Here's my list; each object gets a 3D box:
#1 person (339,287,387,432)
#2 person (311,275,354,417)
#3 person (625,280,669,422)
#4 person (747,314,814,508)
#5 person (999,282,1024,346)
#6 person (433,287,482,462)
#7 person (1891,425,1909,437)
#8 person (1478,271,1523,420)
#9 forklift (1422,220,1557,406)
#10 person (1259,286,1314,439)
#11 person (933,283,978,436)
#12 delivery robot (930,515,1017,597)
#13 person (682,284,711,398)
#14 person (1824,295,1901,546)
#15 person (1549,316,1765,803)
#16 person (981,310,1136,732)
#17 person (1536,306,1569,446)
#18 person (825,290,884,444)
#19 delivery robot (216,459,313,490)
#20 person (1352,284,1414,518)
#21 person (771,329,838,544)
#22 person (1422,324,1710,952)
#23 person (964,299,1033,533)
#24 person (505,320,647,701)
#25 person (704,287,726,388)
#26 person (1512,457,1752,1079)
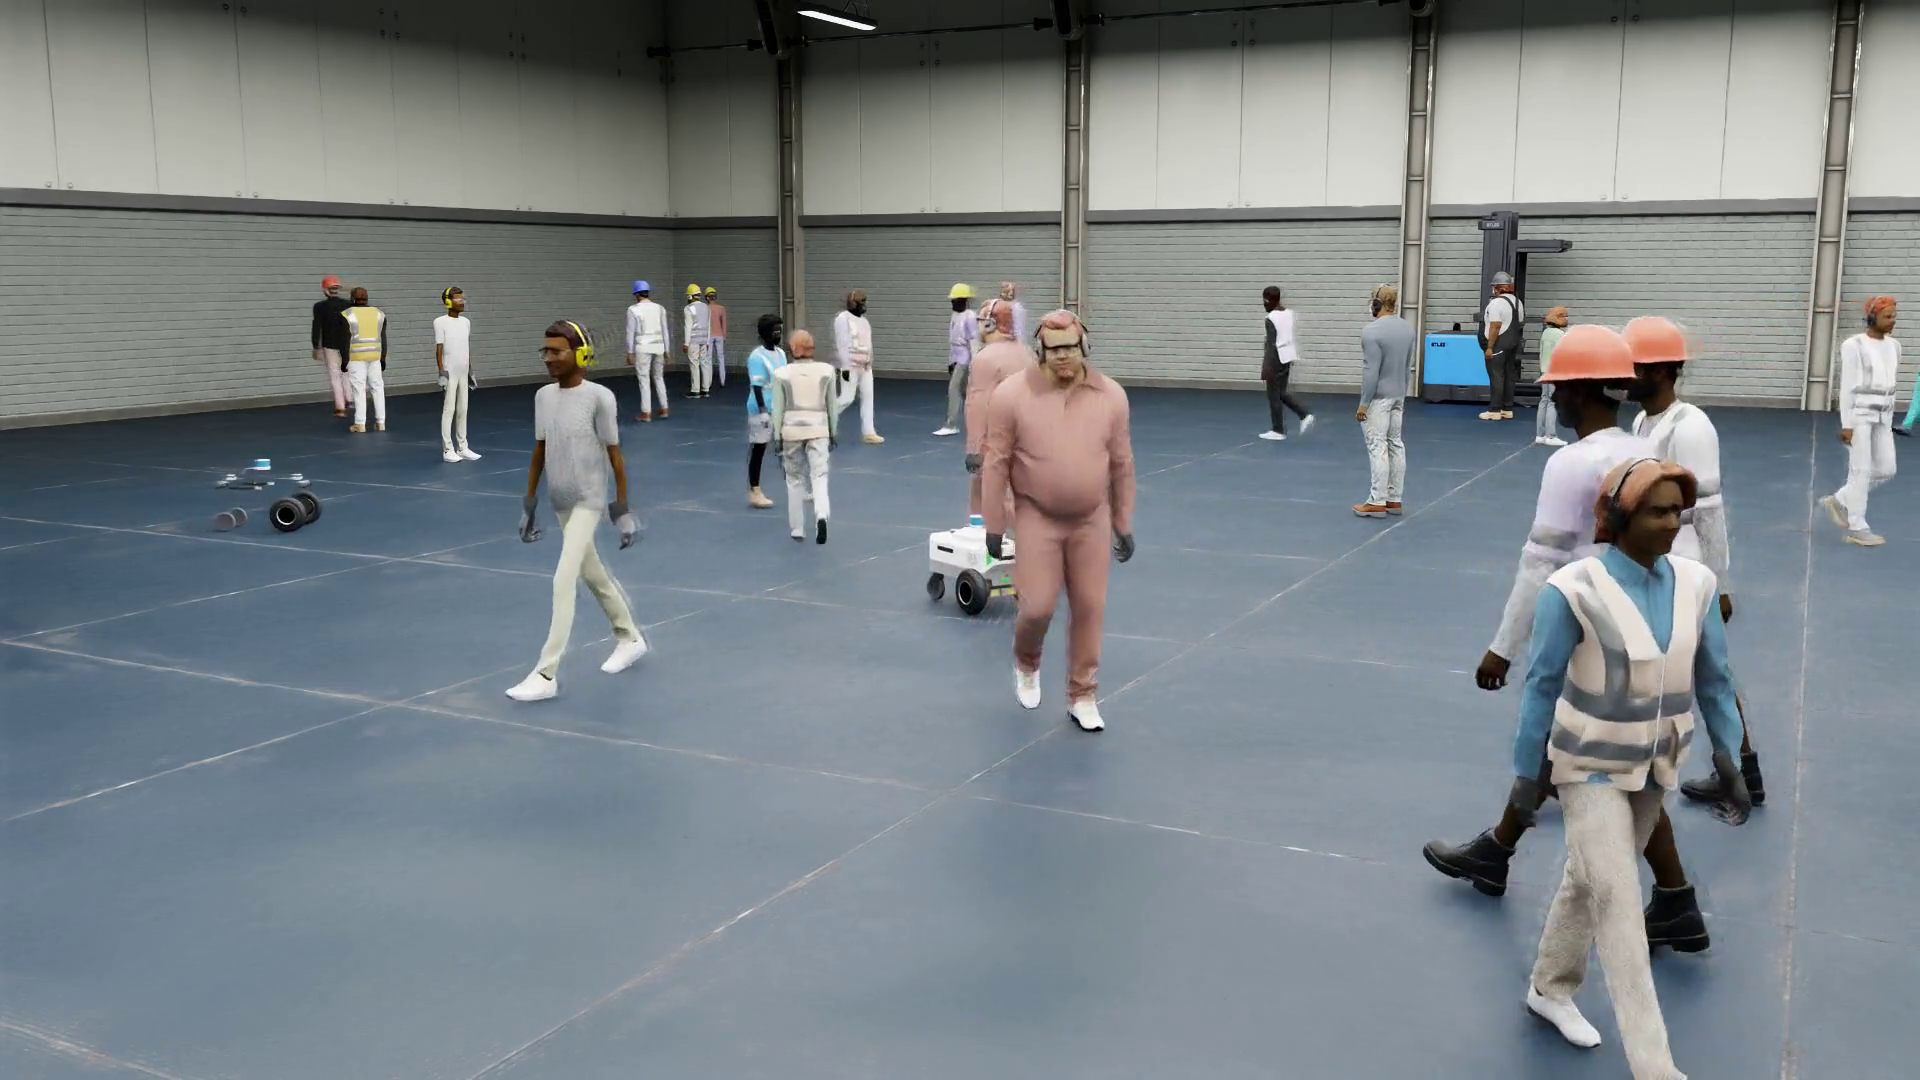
[{"bbox_3d":[-7.631,-2.307,21.257,0.429,1.842,0.629,9,13,43],"label":"person"},{"bbox_3d":[-8.826,-2.735,23.473,0.523,1.975,0.613,8,12,41],"label":"person"},{"bbox_3d":[-4.314,-2.604,22.859,0.491,1.920,0.646,9,13,44],"label":"person"},{"bbox_3d":[-1.553,-1.105,14.366,0.702,1.671,0.543,5,10,26],"label":"person"},{"bbox_3d":[0.779,-2.799,24.176,0.817,1.882,0.636,-2,9,-13],"label":"person"},{"bbox_3d":[-5.441,-1.786,17.991,0.328,1.862,0.514,4,10,26],"label":"person"},{"bbox_3d":[11.834,-2.087,20.236,0.926,1.716,0.540,-3,10,-18],"label":"person"},{"bbox_3d":[7.459,-2.682,23.089,0.687,2.000,0.535,-8,12,-40],"label":"person"},{"bbox_3d":[8.245,-3.527,25.720,1.873,2.768,1.129,5,10,27],"label":"forklift"},{"bbox_3d":[3.924,-2.141,20.166,0.584,1.874,0.631,6,11,34],"label":"person"},{"bbox_3d":[0.087,-2.276,20.900,0.855,1.905,0.593,-3,10,-18],"label":"person"},{"bbox_3d":[0.113,0.088,10.286,0.477,0.478,0.707,-6,11,-33],"label":"delivery robot"},{"bbox_3d":[-4.275,-3.211,26.864,0.403,1.830,0.600,5,11,30],"label":"person"},{"bbox_3d":[6.810,-0.909,12.563,0.582,1.868,0.514,-4,10,-21],"label":"person"},{"bbox_3d":[2.689,0.098,6.343,0.935,1.877,0.558,1,9,6],"label":"person"},{"bbox_3d":[0.441,-0.091,7.459,0.690,1.879,0.489,-1,9,-9],"label":"person"},{"bbox_3d":[7.020,-1.943,19.656,0.266,1.631,0.509,-1,9,-7],"label":"person"},{"bbox_3d":[-1.309,-2.066,19.846,0.775,1.820,0.629,6,11,32],"label":"person"},{"bbox_3d":[-5.570,-0.531,13.307,0.698,0.223,0.335,-1,9,-4],"label":"delivery robot"},{"bbox_3d":[3.544,-1.169,13.938,0.635,1.937,0.352,-8,12,-42],"label":"person"},{"bbox_3d":[-1.152,-0.768,12.461,0.519,1.609,0.733,-2,9,-10],"label":"person"},{"bbox_3d":[1.929,0.285,5.152,0.985,1.891,0.563,9,13,43],"label":"person"},{"bbox_3d":[0.277,-0.659,11.018,0.944,1.868,0.650,5,10,26],"label":"person"},{"bbox_3d":[-1.884,-0.175,8.216,0.538,1.818,1.015,6,11,33],"label":"person"},{"bbox_3d":[-4.343,-3.542,29.133,0.522,1.761,0.322,-5,11,-30],"label":"person"},{"bbox_3d":[1.683,0.597,4.111,0.536,1.592,0.872,-4,10,-21],"label":"person"}]
